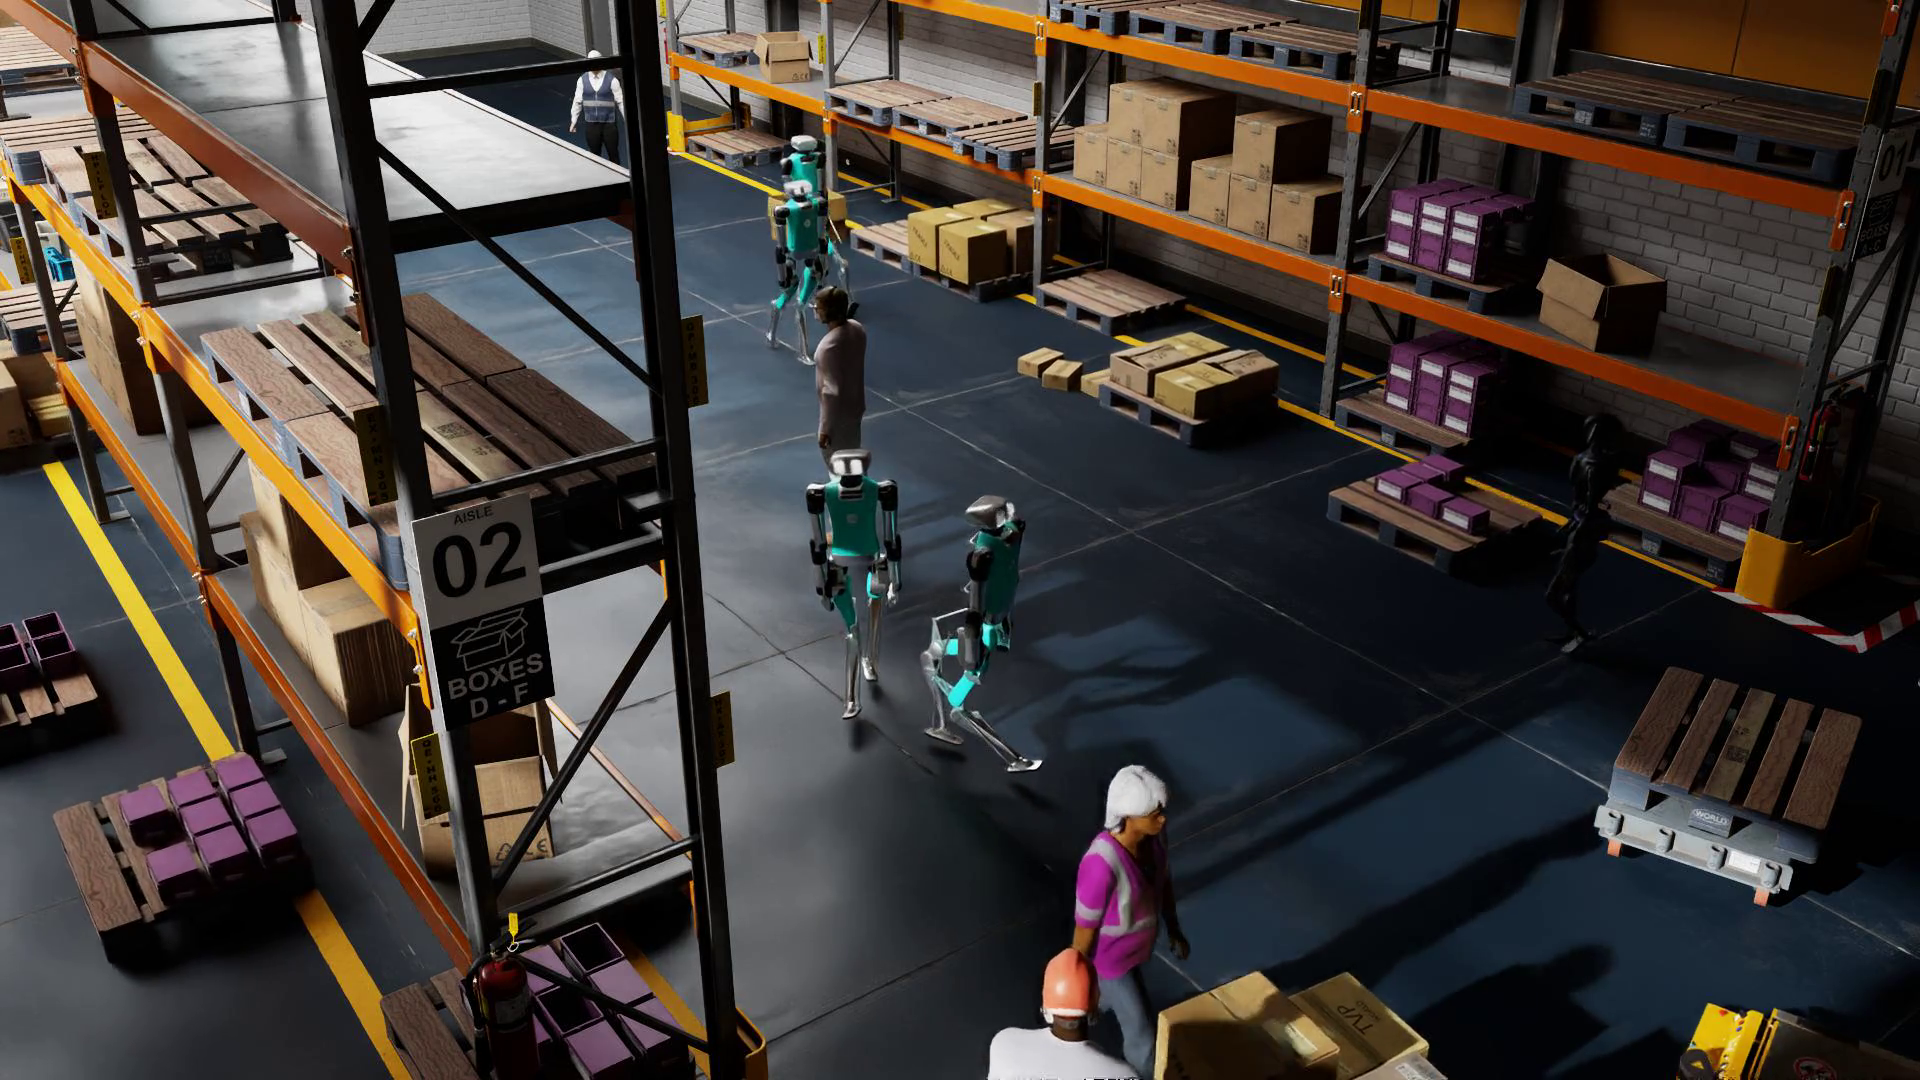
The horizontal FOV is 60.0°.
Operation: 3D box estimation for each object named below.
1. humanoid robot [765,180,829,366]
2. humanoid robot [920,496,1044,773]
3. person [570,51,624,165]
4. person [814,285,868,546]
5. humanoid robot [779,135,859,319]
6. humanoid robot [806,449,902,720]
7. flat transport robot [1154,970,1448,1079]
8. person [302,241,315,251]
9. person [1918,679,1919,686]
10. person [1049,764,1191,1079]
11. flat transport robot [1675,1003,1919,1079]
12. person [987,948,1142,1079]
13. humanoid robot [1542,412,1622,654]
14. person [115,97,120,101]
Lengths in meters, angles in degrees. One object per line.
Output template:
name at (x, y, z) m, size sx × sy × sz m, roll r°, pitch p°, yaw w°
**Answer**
humanoid robot at (-1.590, -2.488, 15.366) m, size 0.549 × 1.823 × 0.882 m, roll -17°, pitch 31°, yaw -31°
humanoid robot at (0.018, 0.531, 9.312) m, size 1.049 × 1.736 × 0.557 m, roll 12°, pitch 29°, yaw 23°
person at (-4.441, -5.165, 20.600) m, size 0.772 × 1.757 × 0.439 m, roll -1°, pitch 27°, yaw -2°
person at (-0.860, -0.885, 11.892) m, size 0.358 × 1.937 × 0.636 m, roll 8°, pitch 28°, yaw 15°
humanoid robot at (-1.314, -3.049, 16.439) m, size 0.541 × 1.767 × 0.937 m, roll -23°, pitch 34°, yaw -38°
humanoid robot at (-0.612, 0.191, 9.966) m, size 0.543 × 1.753 × 0.943 m, roll -1°, pitch 27°, yaw -2°
flat transport robot at (1.533, 2.657, 6.702) m, size 1.431 × 0.231 × 0.659 m, roll -14°, pitch 30°, yaw -26°
person at (-6.185, -2.540, 15.524) m, size 0.298 × 1.626 × 0.501 m, roll 11°, pitch 29°, yaw 20°
person at (6.196, 0.127, 9.864) m, size 0.490 × 1.952 × 0.422 m, roll 2°, pitch 27°, yaw 4°
person at (0.675, 1.687, 6.932) m, size 0.898 × 1.805 × 0.509 m, roll 15°, pitch 30°, yaw 28°
flat transport robot at (3.871, 2.449, 7.115) m, size 1.431 × 0.231 × 0.659 m, roll 18°, pitch 32°, yaw 31°
person at (0.375, 2.218, 5.944) m, size 0.573 × 1.725 × 0.446 m, roll 19°, pitch 33°, yaw 33°
humanoid robot at (3.952, -0.049, 10.514) m, size 0.381 × 1.643 × 0.595 m, roll 9°, pitch 28°, yaw 16°
person at (-10.403, -5.144, 20.316) m, size 0.402 × 1.986 × 0.610 m, roll 5°, pitch 27°, yaw 9°
